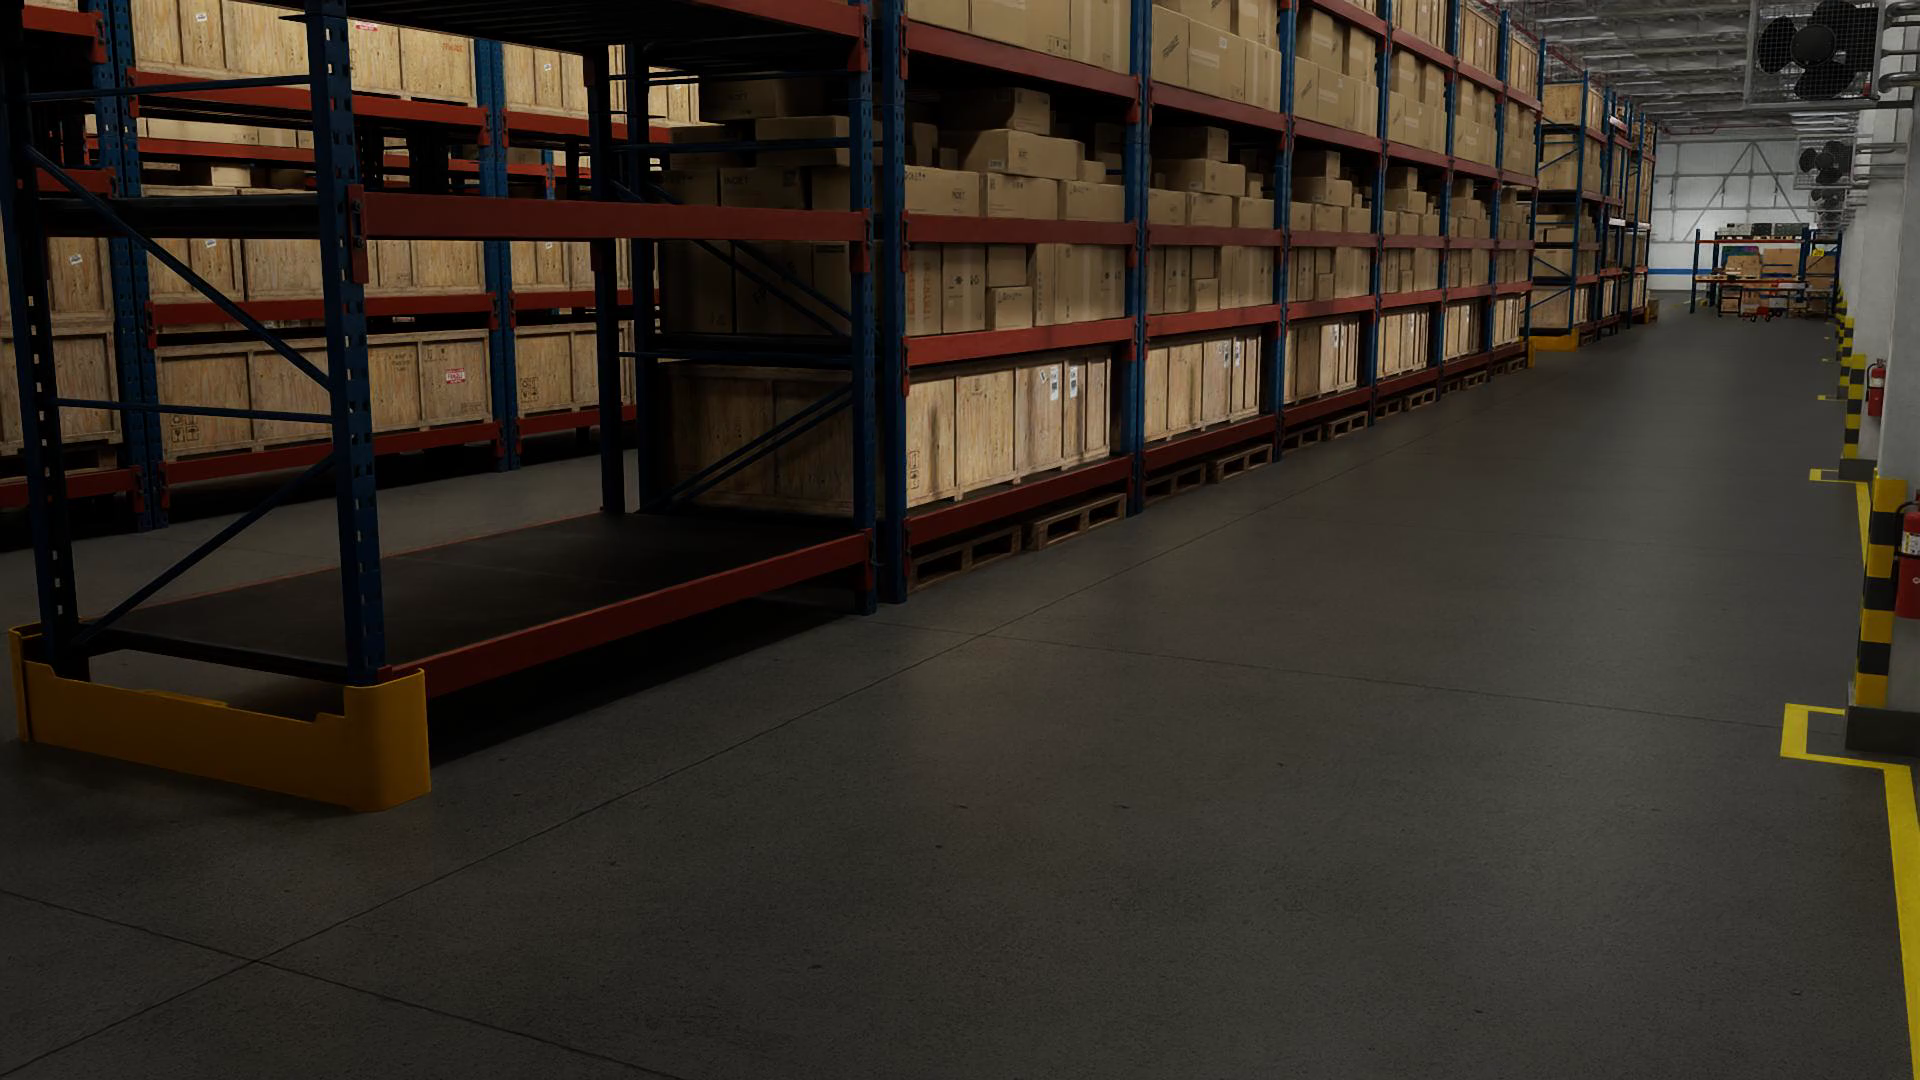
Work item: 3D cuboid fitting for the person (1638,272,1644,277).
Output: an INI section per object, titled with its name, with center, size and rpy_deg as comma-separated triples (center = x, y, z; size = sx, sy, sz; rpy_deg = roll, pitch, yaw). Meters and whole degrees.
[person]
center = 36.362, -13.971, 88.849
size = 0.508, 1.629, 0.318
rpy_deg = 2, 10, 14
